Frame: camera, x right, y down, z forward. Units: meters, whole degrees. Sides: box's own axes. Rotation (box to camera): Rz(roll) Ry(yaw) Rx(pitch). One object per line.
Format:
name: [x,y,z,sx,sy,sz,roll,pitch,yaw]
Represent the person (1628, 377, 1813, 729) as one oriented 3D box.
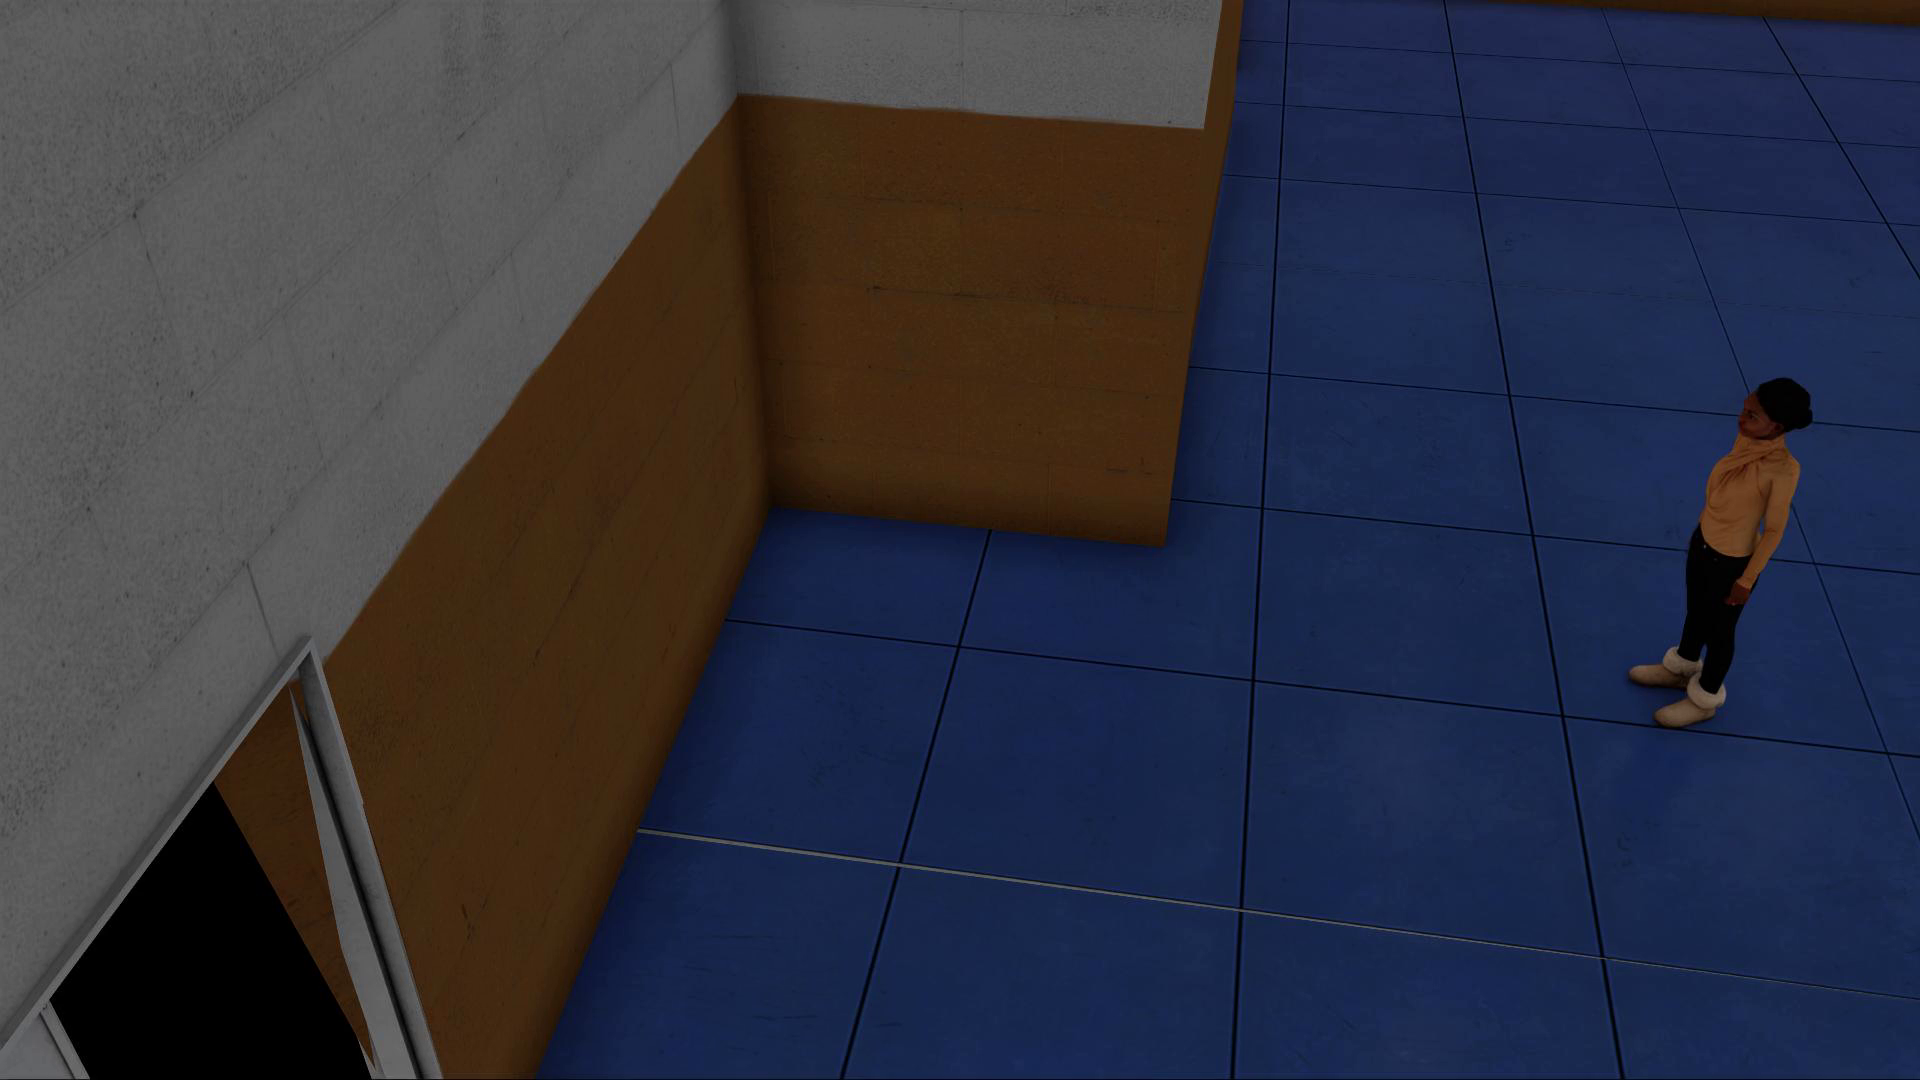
person: [3.149,0.051,6.801,0.609,1.659,0.648,-2,37,-3]
